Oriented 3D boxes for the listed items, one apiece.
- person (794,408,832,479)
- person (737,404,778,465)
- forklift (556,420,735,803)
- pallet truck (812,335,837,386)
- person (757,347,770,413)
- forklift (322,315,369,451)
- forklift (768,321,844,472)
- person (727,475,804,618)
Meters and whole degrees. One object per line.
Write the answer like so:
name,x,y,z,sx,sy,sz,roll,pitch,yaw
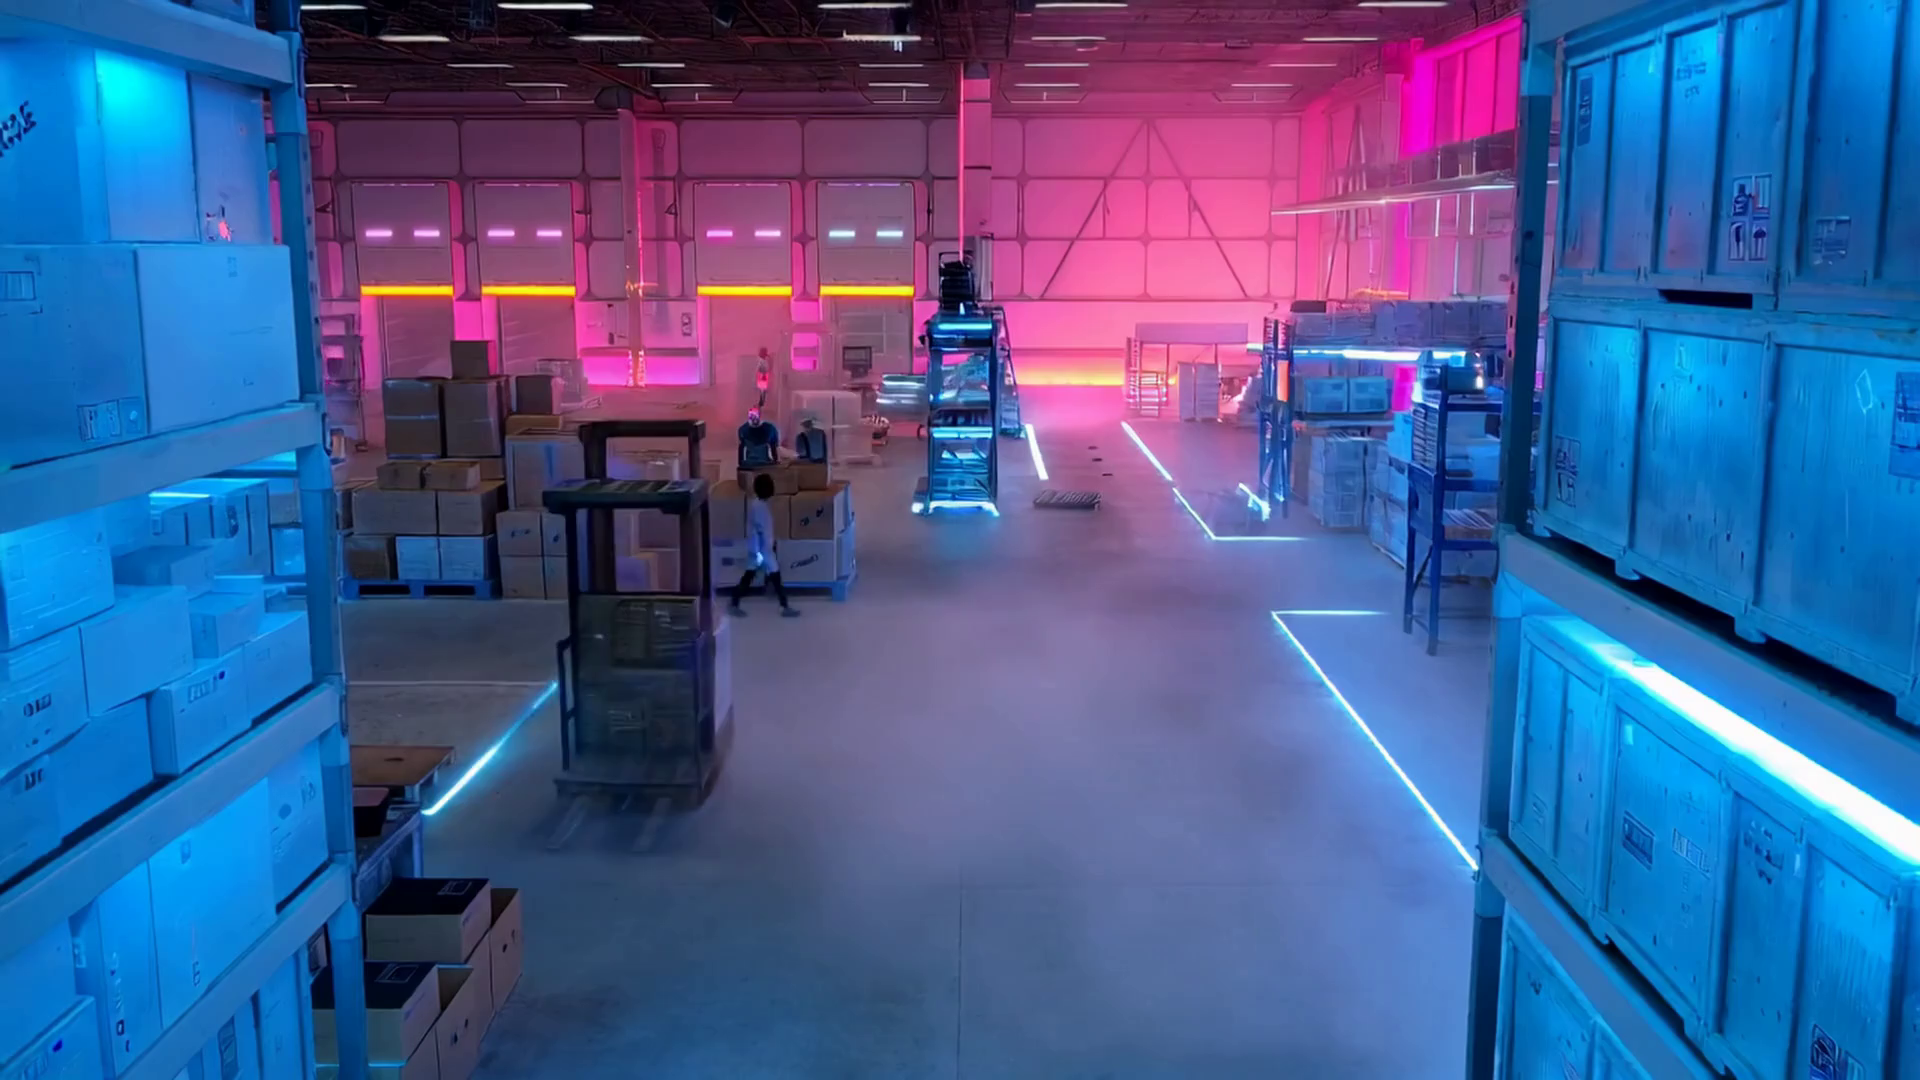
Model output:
person,-2.152,-0.966,24.109,0.591,1.897,0.455,-8,13,-39
person,-2.966,-1.029,24.406,0.630,1.930,0.364,3,10,15
forklift,-2.454,0.450,13.107,1.129,2.768,1.873,0,10,1
pallet truck,-3.021,-4.312,43.126,1.885,1.965,0.823,3,10,17
person,-5.071,-4.130,42.938,0.317,1.697,0.540,-3,10,-16
forklift,-13.158,-3.321,34.861,1.129,2.768,1.873,-5,11,-25
forklift,-2.991,-2.754,31.594,1.129,2.768,1.873,-3,10,-18
person,-2.244,0.081,18.775,0.857,1.652,0.536,-3,10,-16
